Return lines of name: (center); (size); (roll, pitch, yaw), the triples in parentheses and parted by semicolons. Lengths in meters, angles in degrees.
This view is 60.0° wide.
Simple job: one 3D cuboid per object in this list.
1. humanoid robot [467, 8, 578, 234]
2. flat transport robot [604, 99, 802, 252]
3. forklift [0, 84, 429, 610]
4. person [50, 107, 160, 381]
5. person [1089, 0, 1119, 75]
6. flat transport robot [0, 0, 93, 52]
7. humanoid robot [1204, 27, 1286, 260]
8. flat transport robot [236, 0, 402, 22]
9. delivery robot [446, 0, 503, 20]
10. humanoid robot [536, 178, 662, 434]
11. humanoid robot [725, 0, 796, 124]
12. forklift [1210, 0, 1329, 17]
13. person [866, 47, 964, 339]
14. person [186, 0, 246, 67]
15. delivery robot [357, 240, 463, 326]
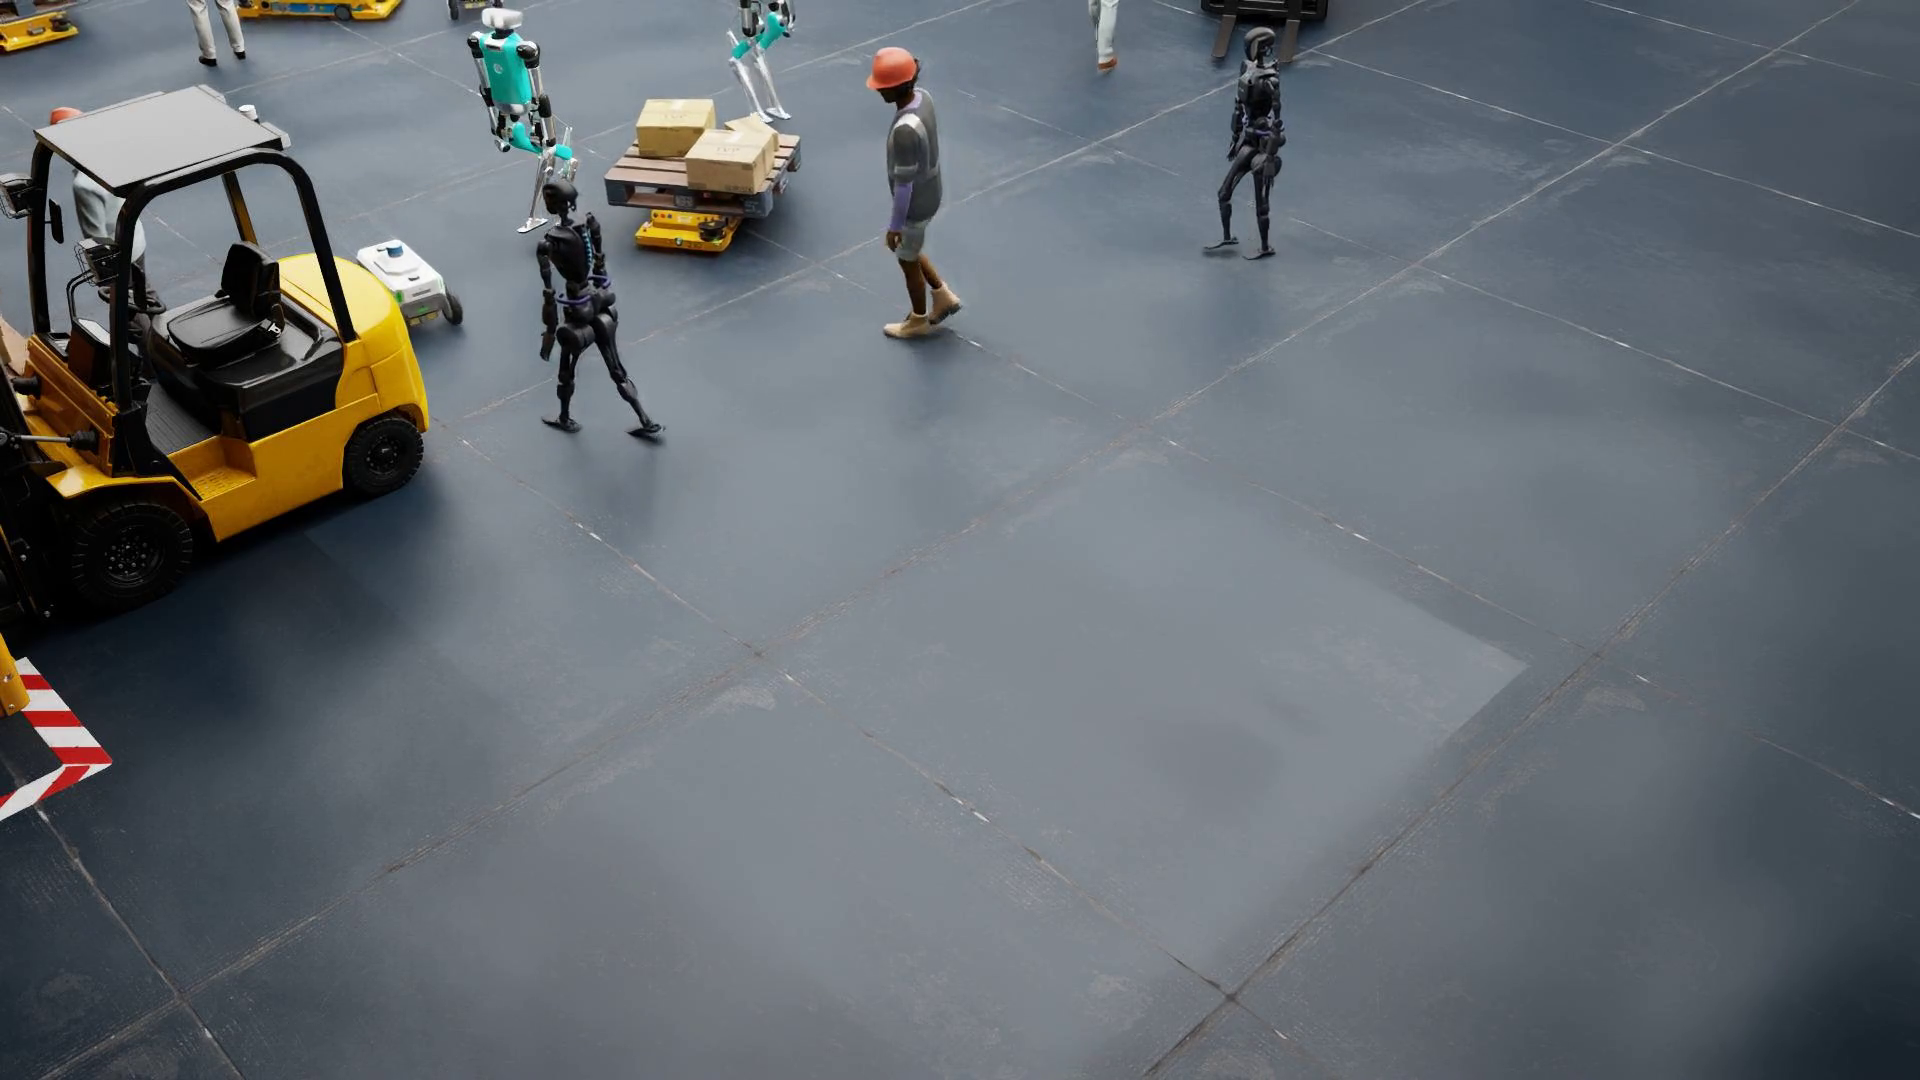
humanoid robot: (-2.947, -2.952, 11.607); (0.533, 1.681, 0.735); (15, 39, 19)
flat transport robot: (-1.884, -2.572, 12.439); (0.659, 0.231, 1.431); (7, 37, 9)
forklift: (-4.145, -1.093, 8.856); (2.313, 2.155, 1.214); (-31, 47, -34)
person: (-5.187, -1.806, 10.187); (0.348, 1.738, 0.572); (-3, 37, -4)
person: (1.309, -5.122, 14.498); (0.738, 1.881, 1.020); (8, 38, 11)
flat transport robot: (-8.888, -4.896, 15.551); (1.431, 0.231, 0.659); (30, 46, 34)
humanoid robot: (2.021, -2.700, 11.441); (0.465, 1.644, 0.610); (-13, 39, -16)
flat transport robot: (-6.129, -5.206, 15.965); (1.431, 0.231, 0.659); (2, 37, 3)
delivery robot: (-4.681, -5.313, 15.884); (0.499, 0.613, 0.789); (-12, 38, -16)
humanoid robot: (-2.172, -1.309, 9.613); (0.764, 1.637, 0.599); (17, 40, 21)
humanoid robot: (-1.645, -4.236, 13.388); (0.530, 1.724, 0.711); (-30, 46, -34)
forklift: (3.106, -6.400, 15.960); (1.214, 2.155, 2.313); (8, 37, 10)
person: (-0.312, -2.116, 10.369); (0.460, 2.018, 0.653); (4, 37, 5)
person: (-6.635, -5.031, 14.468); (0.540, 1.784, 0.383); (-27, 44, -31)
delivery robot: (-3.689, -1.692, 11.016); (0.499, 0.586, 0.783); (-25, 43, -30)
